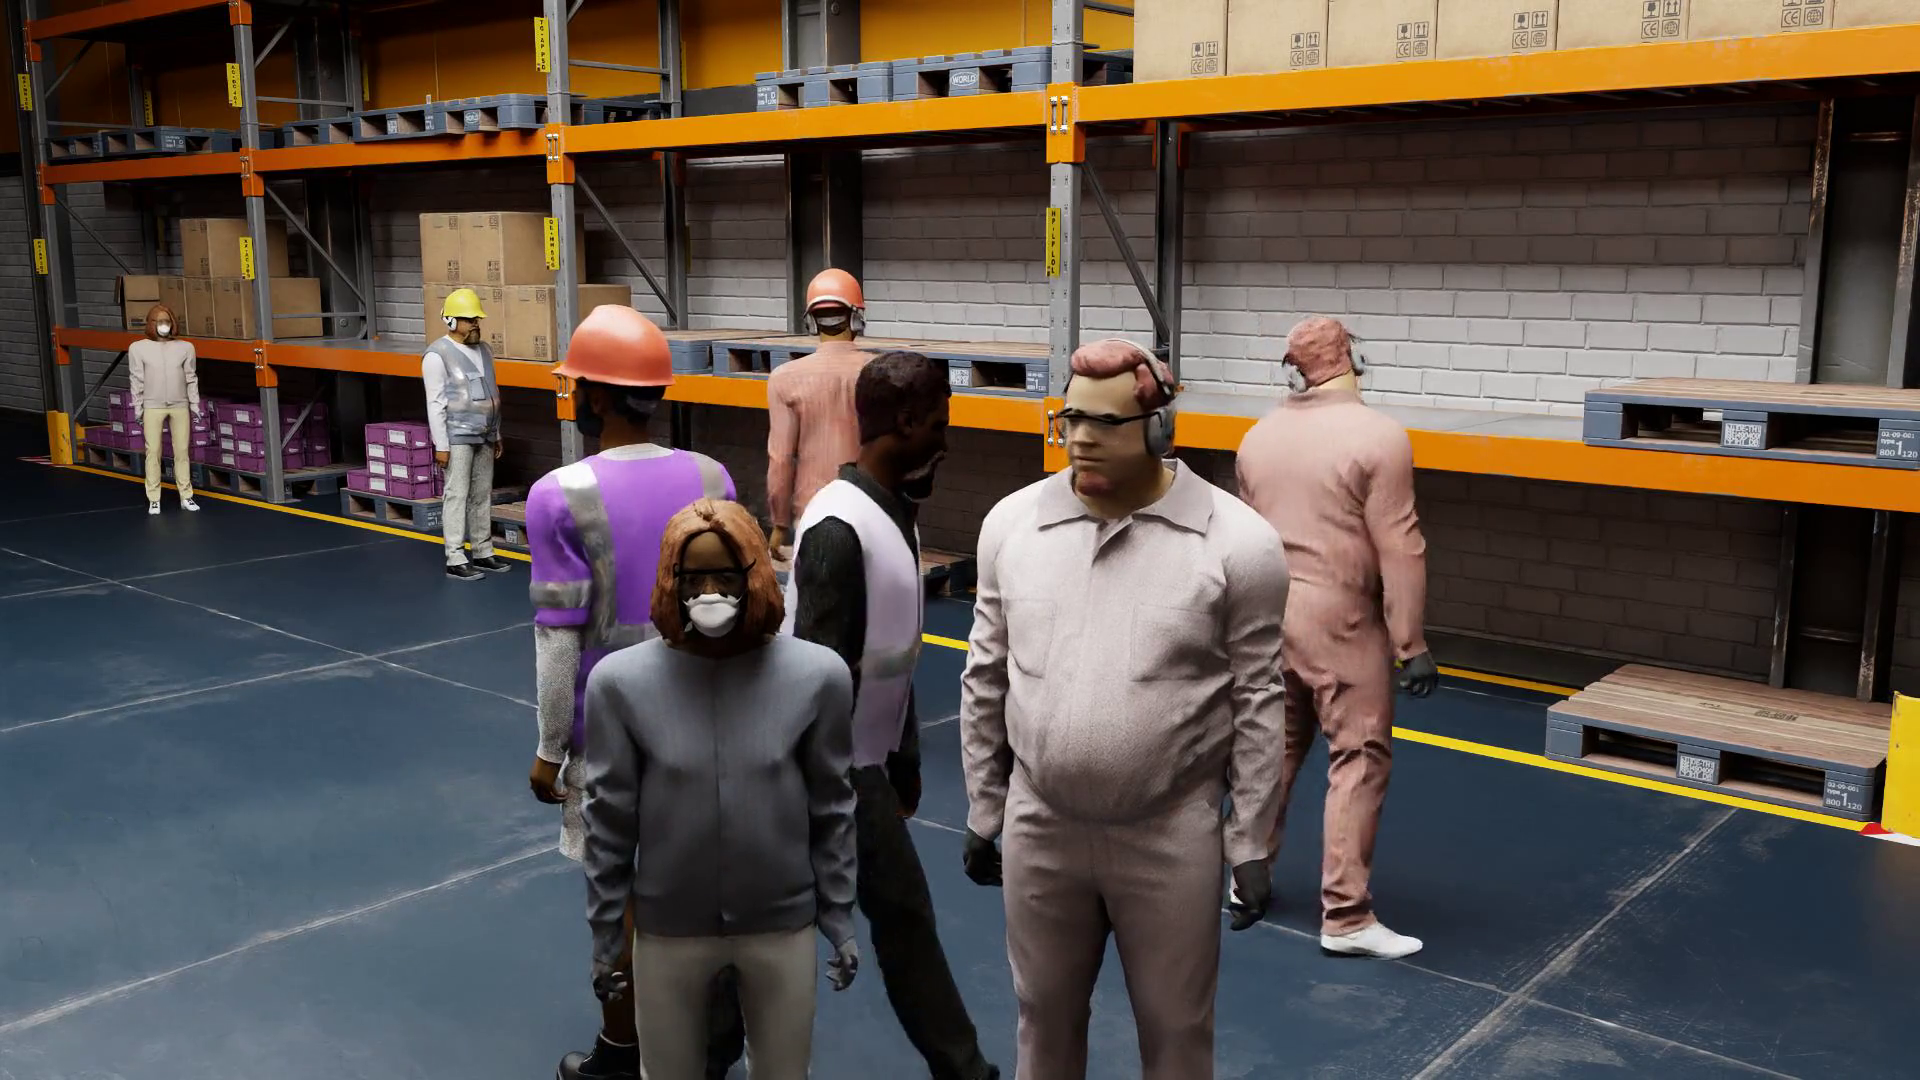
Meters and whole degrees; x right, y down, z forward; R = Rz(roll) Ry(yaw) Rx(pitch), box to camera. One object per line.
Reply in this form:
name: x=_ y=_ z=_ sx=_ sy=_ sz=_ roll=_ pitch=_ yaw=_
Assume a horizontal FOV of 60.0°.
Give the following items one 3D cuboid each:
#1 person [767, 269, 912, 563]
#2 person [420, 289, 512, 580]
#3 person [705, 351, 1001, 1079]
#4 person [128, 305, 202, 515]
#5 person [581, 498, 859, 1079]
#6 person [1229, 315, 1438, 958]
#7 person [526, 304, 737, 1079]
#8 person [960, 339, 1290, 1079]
person: x=-0.489 y=-0.104 z=6.821 sx=0.610 sy=1.988 sz=0.391 roll=-3 pitch=10 yaw=-15
person: x=-3.097 y=-0.661 z=10.479 sx=0.403 sy=1.825 sz=0.585 roll=4 pitch=11 yaw=21
person: x=-0.240 y=0.505 z=3.780 sx=1.025 sy=1.844 sz=0.664 roll=1 pitch=10 yaw=5
person: x=-6.227 y=-1.023 z=13.060 sx=0.498 sy=1.635 sz=0.281 roll=-8 pitch=13 yaw=-37
person: x=-0.437 y=0.731 z=3.092 sx=0.507 sy=1.627 sz=0.268 roll=-2 pitch=10 yaw=-10
person: x=1.115 y=0.279 z=4.978 sx=0.406 sy=1.881 sz=0.717 roll=-6 pitch=11 yaw=-30
person: x=-0.792 y=0.411 z=4.022 sx=0.552 sy=1.942 sz=0.342 roll=-9 pitch=14 yaw=-43
person: x=0.296 y=0.561 z=3.275 sx=0.654 sy=1.904 sz=0.407 roll=4 pitch=11 yaw=21
